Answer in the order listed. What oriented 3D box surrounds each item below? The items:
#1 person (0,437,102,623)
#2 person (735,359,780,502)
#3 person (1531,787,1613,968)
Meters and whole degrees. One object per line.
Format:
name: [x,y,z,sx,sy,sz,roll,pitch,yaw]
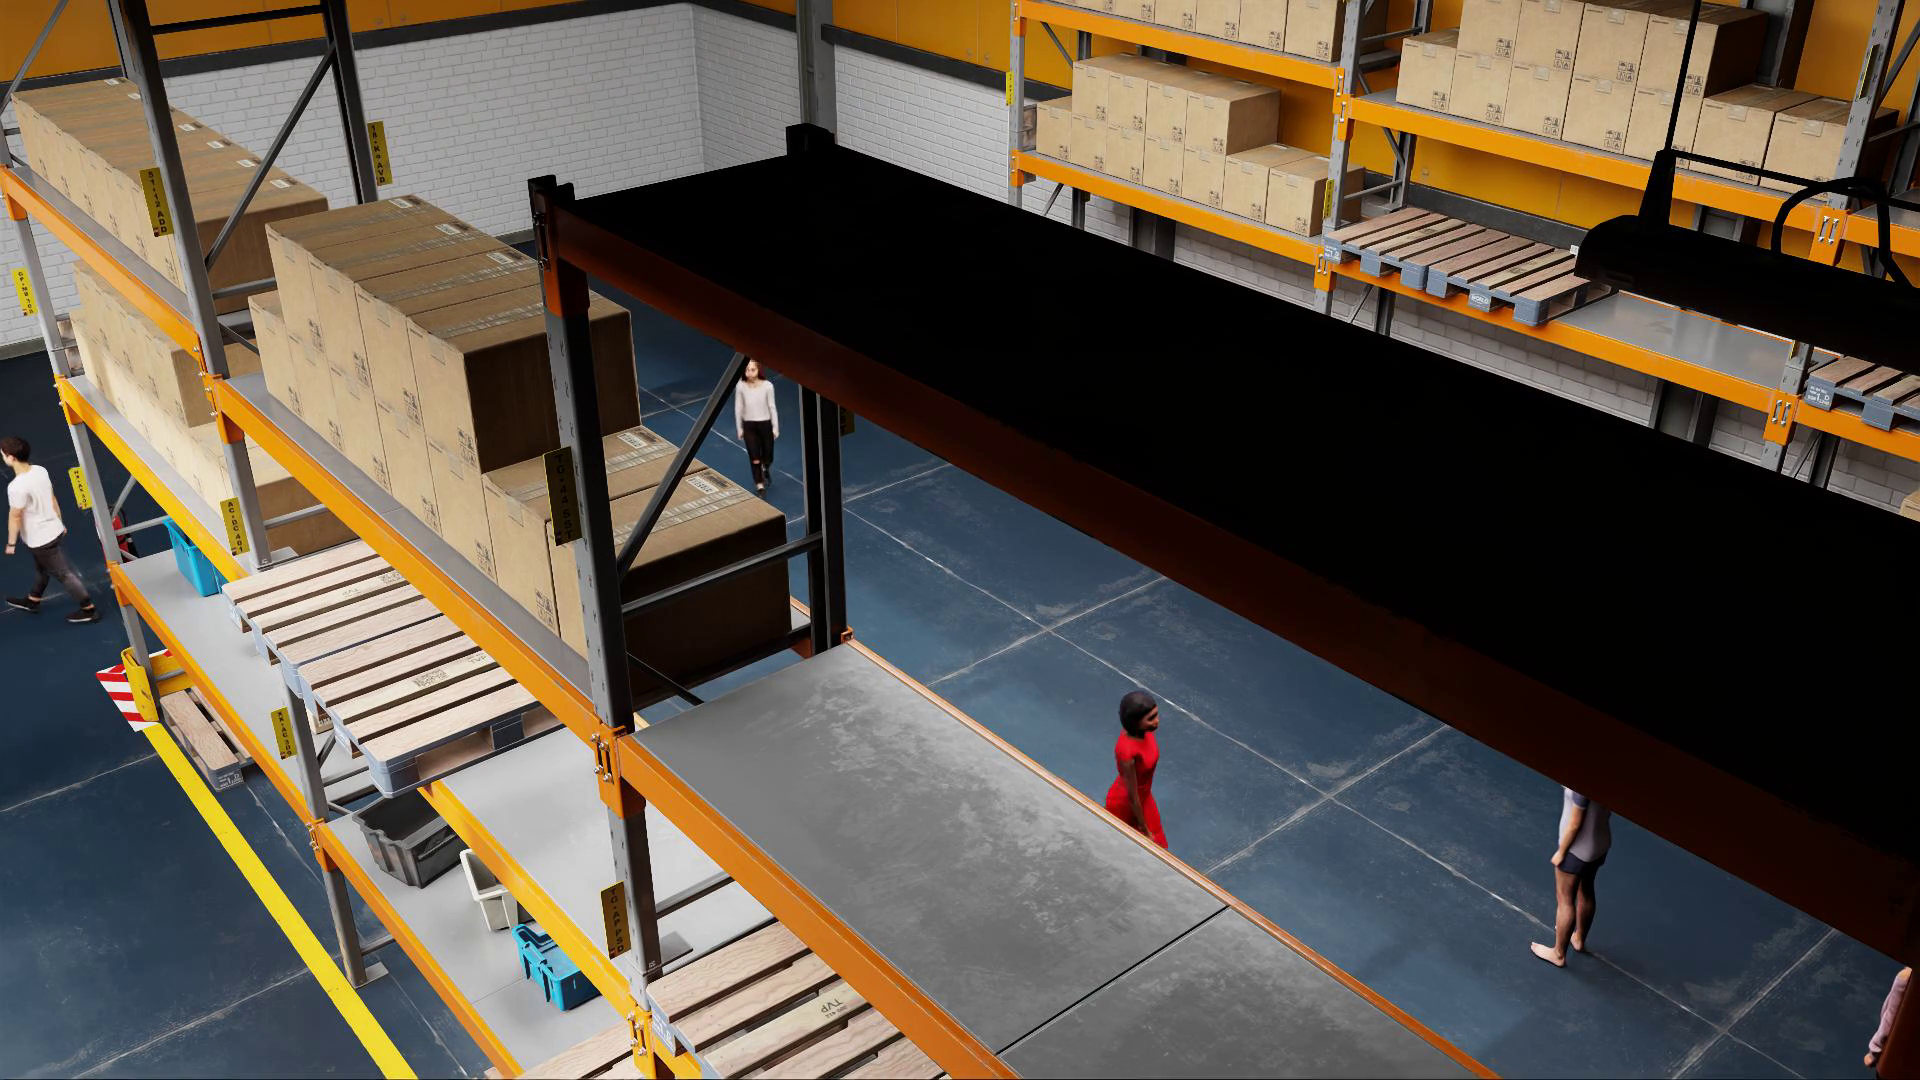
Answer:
person: [-7.518,-0.053,13.767,1.041,1.687,1.060,-2,29,-4]
person: [-1.934,-1.102,15.910,0.742,1.477,0.817,-2,29,-4]
person: [3.836,1.869,10.197,0.606,1.732,0.556,-19,34,-31]
